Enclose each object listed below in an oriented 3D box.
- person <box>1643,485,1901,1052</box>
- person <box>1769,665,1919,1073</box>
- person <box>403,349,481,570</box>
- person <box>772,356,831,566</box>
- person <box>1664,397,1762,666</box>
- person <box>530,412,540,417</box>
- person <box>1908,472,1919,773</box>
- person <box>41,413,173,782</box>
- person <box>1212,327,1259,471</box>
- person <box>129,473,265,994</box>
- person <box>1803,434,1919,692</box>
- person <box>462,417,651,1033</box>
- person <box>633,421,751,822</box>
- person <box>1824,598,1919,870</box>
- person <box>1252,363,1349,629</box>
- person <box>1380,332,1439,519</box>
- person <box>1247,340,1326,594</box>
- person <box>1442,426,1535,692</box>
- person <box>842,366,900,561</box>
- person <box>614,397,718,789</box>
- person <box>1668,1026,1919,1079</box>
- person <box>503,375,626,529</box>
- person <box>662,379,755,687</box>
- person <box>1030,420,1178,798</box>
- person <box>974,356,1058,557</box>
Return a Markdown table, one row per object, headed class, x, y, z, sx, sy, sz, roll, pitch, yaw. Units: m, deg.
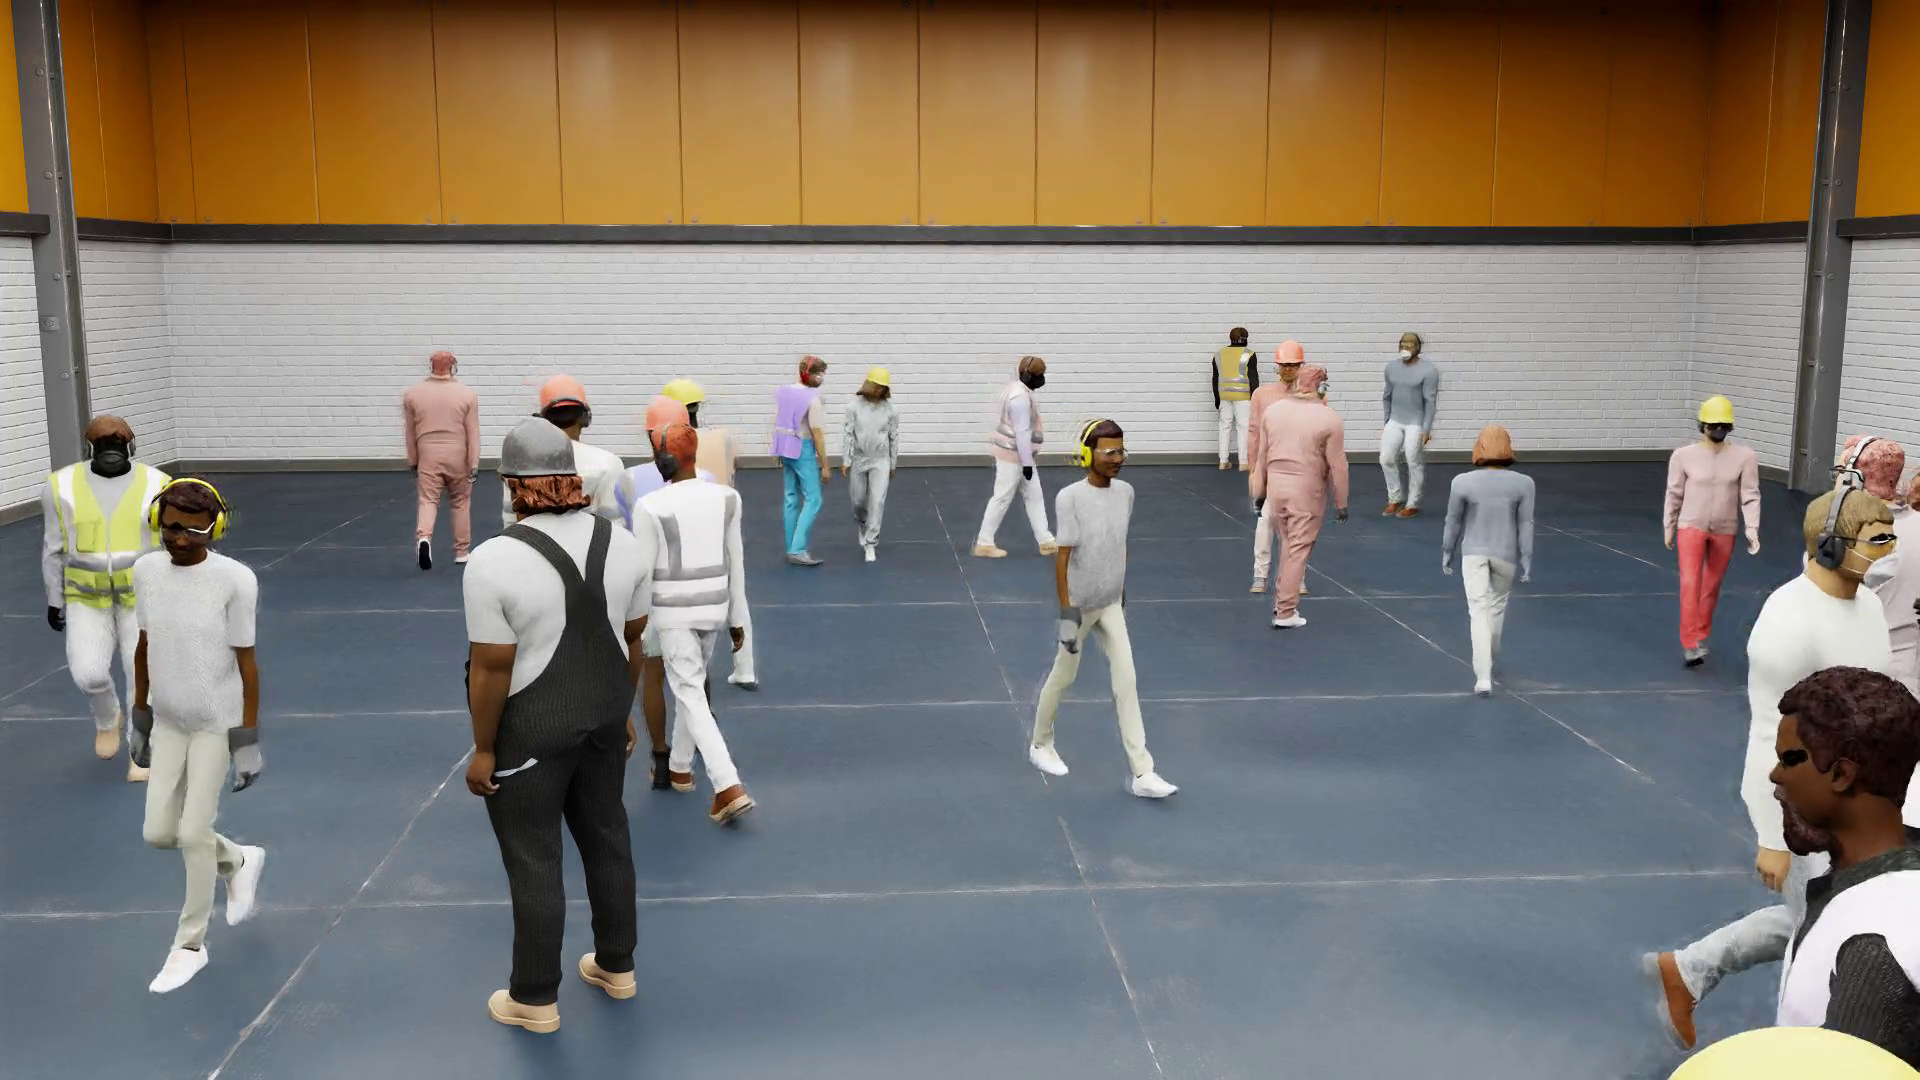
| class | x | y | z | sx | sy | sz | roll | pitch | yaw |
| --- | --- | --- | --- | --- | --- | --- | --- | --- | --- |
| person | 2.438 | 0.774 | 4.906 | 0.635 | 1.920 | 0.765 | -8 | 12 | -41 |
| person | 1.521 | 1.139 | 2.806 | 1.024 | 1.857 | 0.583 | 3 | 10 | 21 |
| person | -4.403 | -0.685 | 14.162 | 0.645 | 1.881 | 0.765 | -1 | 9 | -8 |
| person | -1.389 | -0.676 | 14.343 | 0.385 | 1.811 | 0.676 | -8 | 12 | -39 |
| person | 4.813 | -0.047 | 10.644 | 0.539 | 1.724 | 0.882 | 2 | 9 | 12 |
| person | -2.582 | 0.004 | 10.583 | 0.534 | 1.642 | 0.886 | -9 | 13 | -43 |
| person | 4.438 | 0.452 | 7.800 | 0.525 | 1.624 | 0.432 | -4 | 10 | -21 |
| person | -4.176 | 0.280 | 8.257 | 0.656 | 1.828 | 0.468 | -4 | 10 | -22 |
| person | 3.552 | -1.810 | 21.356 | 0.632 | 1.839 | 0.429 | 7 | 11 | 36 |
| person | -2.687 | 0.652 | 5.954 | 0.562 | 1.831 | 0.598 | 2 | 9 | 13 |
| person | 3.366 | 0.555 | 6.298 | 0.642 | 1.909 | 0.410 | -5 | 10 | -28 |
| person | -1.397 | 0.600 | 5.591 | 0.536 | 2.000 | 0.688 | 8 | 12 | 39 |
| person | -1.246 | 0.362 | 7.740 | 0.579 | 1.840 | 0.973 | -8 | 12 | -40 |
| person | 1.858 | 1.036 | 3.097 | 0.608 | 1.963 | 0.374 | 0 | 9 | -3 |
| person | 2.457 | -0.312 | 11.806 | 0.634 | 1.877 | 0.684 | -8 | 12 | -43 |
| person | 4.562 | -1.159 | 16.997 | 0.551 | 1.920 | 0.660 | -8 | 12 | -42 |
| person | 2.555 | -0.565 | 13.049 | 0.611 | 1.996 | 0.379 | 1 | 9 | 9 |
| person | 3.208 | 0.105 | 10.125 | 0.512 | 1.582 | 0.905 | 2 | 9 | 11 |
| person | -0.786 | -0.701 | 14.759 | 0.503 | 1.712 | 0.684 | 0 | 9 | 0 |
| person | -1.447 | 0.229 | 8.384 | 0.536 | 1.886 | 0.952 | 0 | 9 | -1 |
| person | 0.595 | 1.316 | 1.558 | 0.834 | 1.903 | 0.595 | 7 | 11 | 36 |
| person | -1.968 | 0.191 | 8.271 | 0.677 | 1.999 | 0.615 | 0 | 9 | 1 |
| person | -1.607 | -0.049 | 10.205 | 1.032 | 1.860 | 0.645 | 9 | 13 | 44 |
| person | 0.656 | 0.318 | 8.079 | 0.557 | 1.815 | 0.996 | -6 | 11 | -35 |
| person | 0.563 | -0.719 | 14.650 | 0.920 | 1.787 | 0.656 | 1 | 9 | 9 |
